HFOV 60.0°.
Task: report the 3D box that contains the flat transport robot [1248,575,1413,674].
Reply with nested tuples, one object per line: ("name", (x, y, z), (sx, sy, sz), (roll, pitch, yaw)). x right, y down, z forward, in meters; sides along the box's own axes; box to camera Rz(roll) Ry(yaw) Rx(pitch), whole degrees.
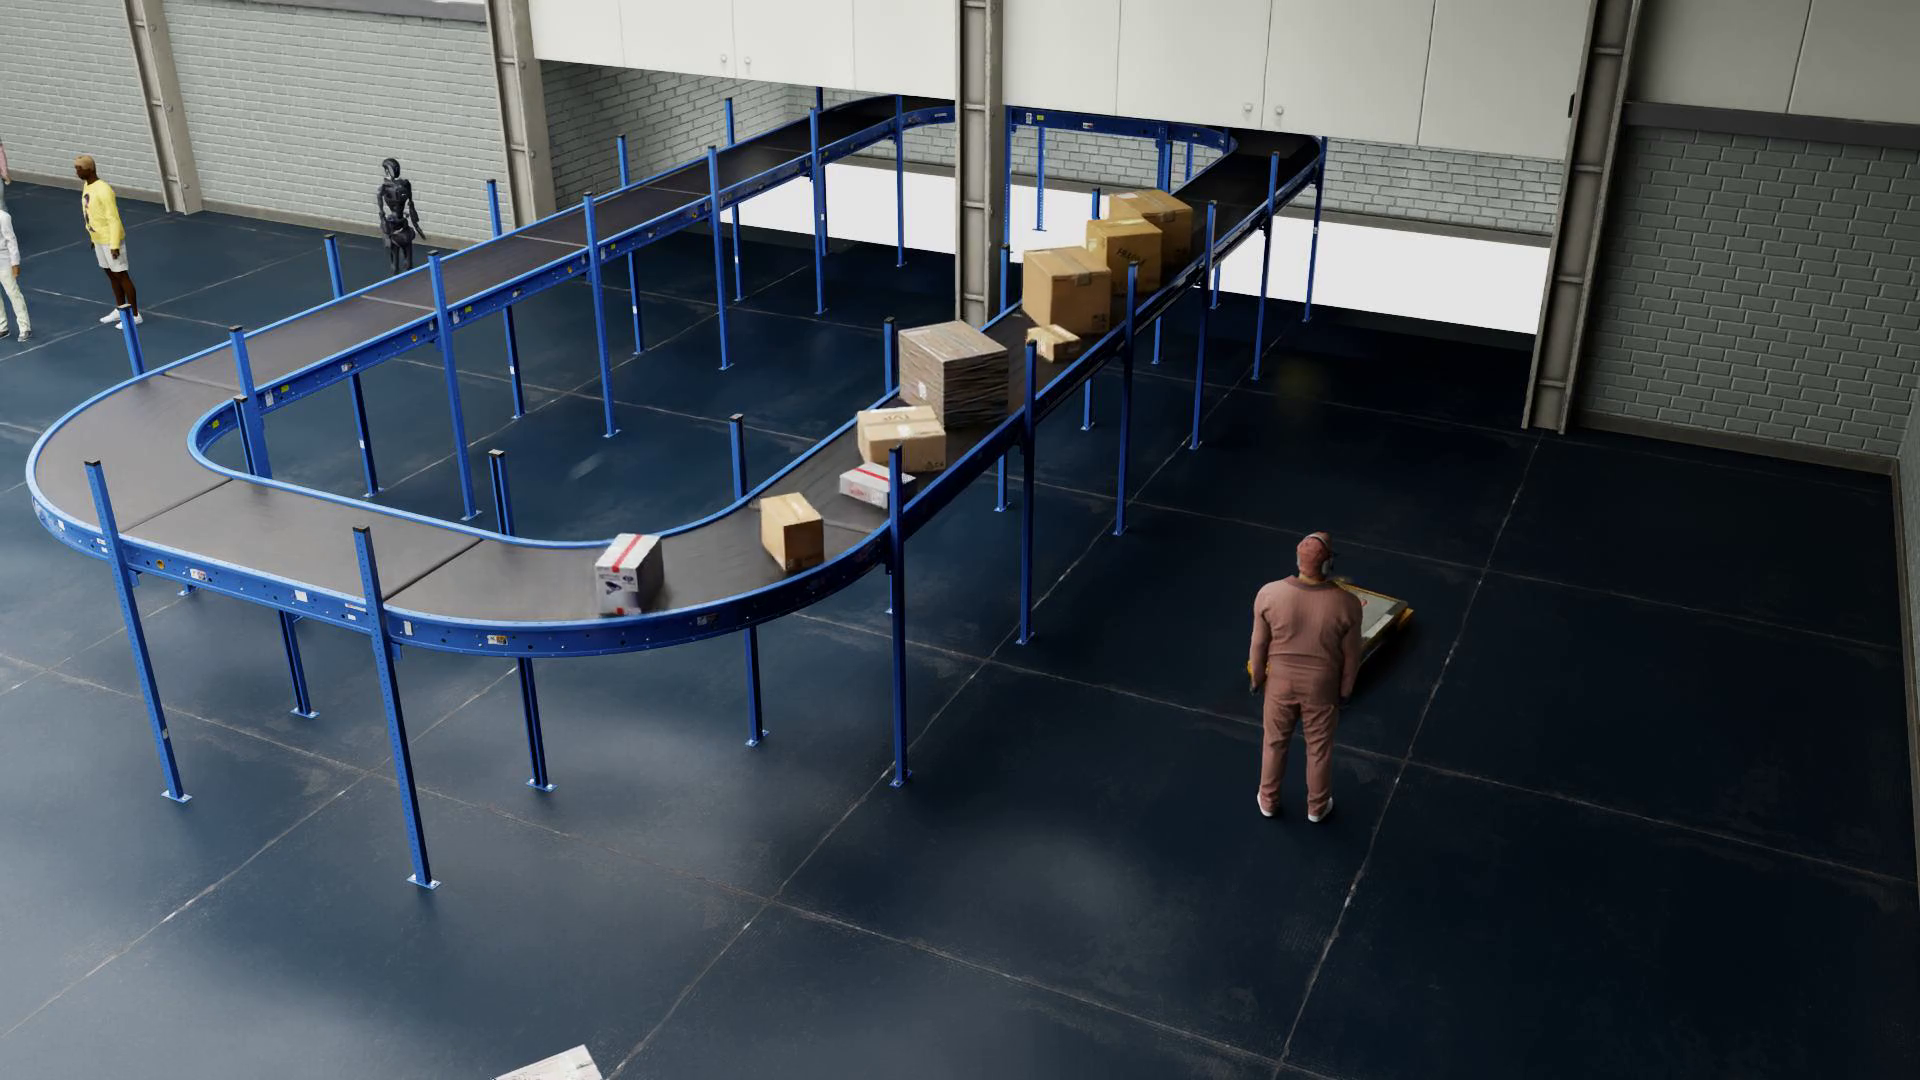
("flat transport robot", (2.718, 0.681, 12.104), (0.659, 0.231, 1.431), (18, 32, 32))

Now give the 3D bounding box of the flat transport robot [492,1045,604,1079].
("flat transport robot", (-1.618, 3.203, 7.021), (1.431, 0.231, 0.659), (-21, 34, -36))

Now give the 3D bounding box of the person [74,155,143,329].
("person", (-9.364, -3.280, 18.252), (0.544, 1.900, 0.375), (21, 33, 36))

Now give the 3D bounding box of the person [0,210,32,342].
("person", (-10.362, -2.983, 17.816), (0.571, 1.750, 0.329), (1, 26, 1))

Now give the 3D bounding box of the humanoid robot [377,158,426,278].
("humanoid robot", (-6.400, -3.539, 19.008), (0.315, 1.657, 0.599), (12, 29, 23))

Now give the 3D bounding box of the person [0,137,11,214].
("person", (-12.254, -4.578, 20.824), (0.634, 1.937, 0.351), (-13, 29, -24))

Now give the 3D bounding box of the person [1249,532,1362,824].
("person", (2.053, 0.834, 9.962), (0.640, 1.904, 0.404), (8, 27, 15))
